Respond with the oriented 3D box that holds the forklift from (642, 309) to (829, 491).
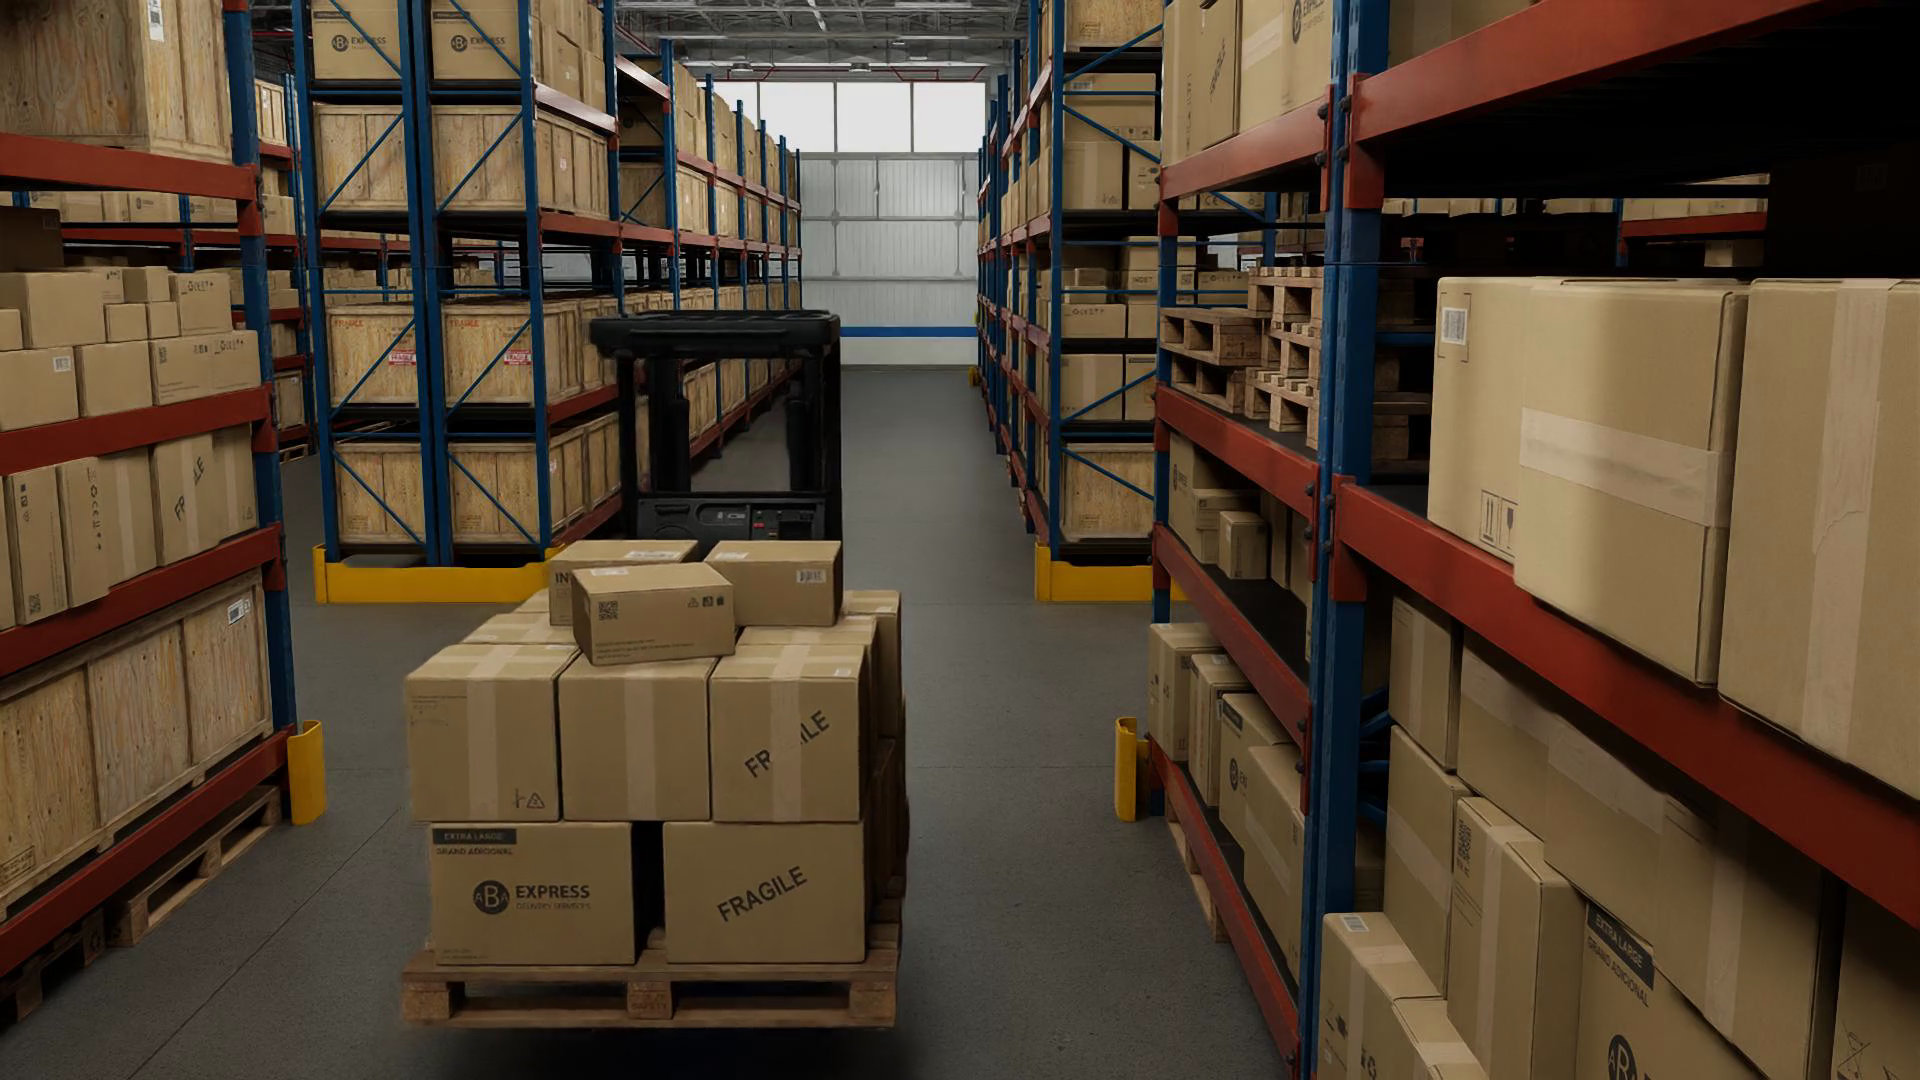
[{"bbox_3d":[-1.135,0.193,8.672,1.129,2.768,1.873,0,9,-1],"label":"forklift"}]
